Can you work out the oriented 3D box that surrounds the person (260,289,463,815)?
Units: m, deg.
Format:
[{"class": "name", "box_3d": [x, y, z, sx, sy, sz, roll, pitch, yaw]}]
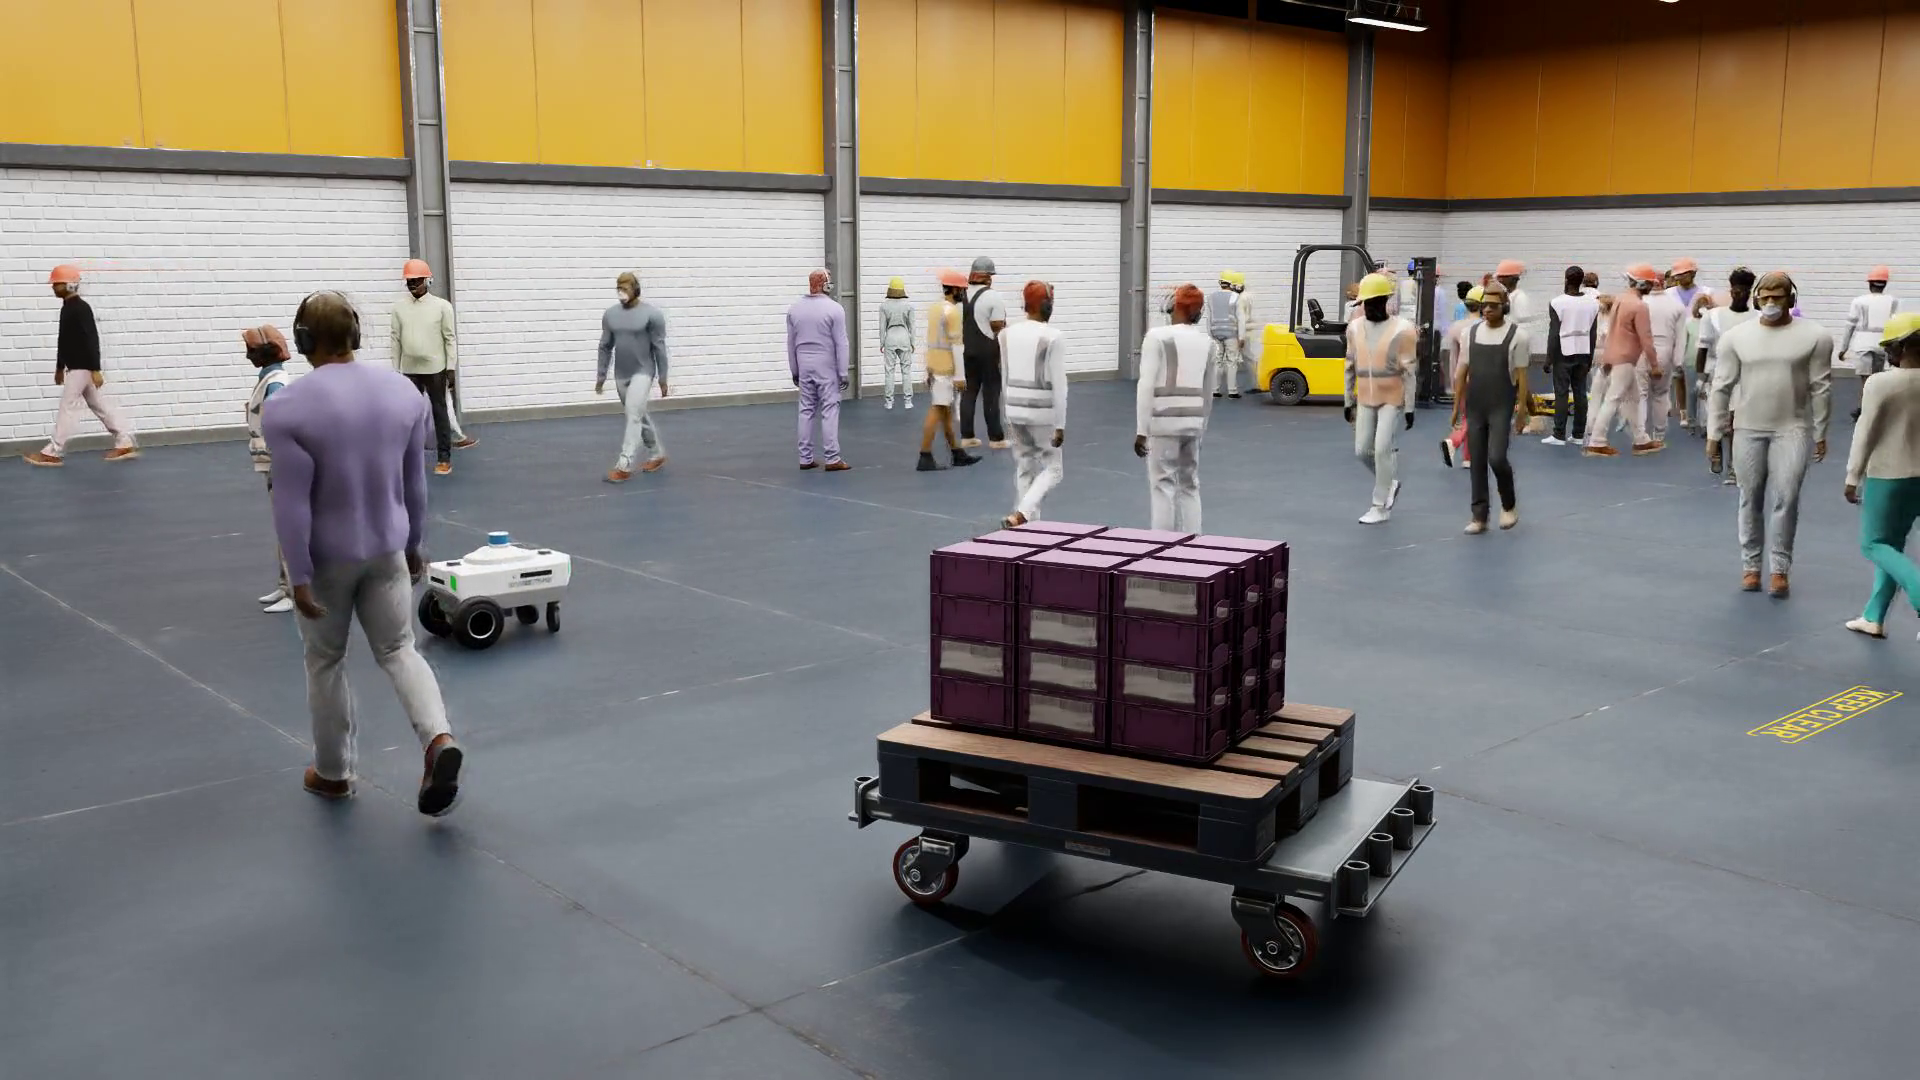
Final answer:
[{"class": "person", "box_3d": [-2.152, 0.058, 5.994, 0.832, 1.913, 0.635, 9, 13, 43]}]

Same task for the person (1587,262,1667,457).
[{"class": "person", "box_3d": [6.794, -1.790, 16.672, 0.941, 1.946, 0.643, 0, 10, 2]}]

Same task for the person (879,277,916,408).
[{"class": "person", "box_3d": [-0.832, -2.618, 22.130, 0.492, 1.746, 0.284, -1, 10, -4]}]

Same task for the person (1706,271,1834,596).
[{"class": "person", "box_3d": [4.785, -0.621, 9.895, 0.662, 1.925, 0.619, 6, 11, 30]}]

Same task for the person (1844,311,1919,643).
[{"class": "person", "box_3d": [4.921, -0.305, 8.602, 0.573, 1.728, 0.676, -2, 10, -12]}]

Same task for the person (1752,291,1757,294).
[{"class": "person", "box_3d": [10.588, -2.718, 22.548, 0.633, 1.804, 0.939, 2, 10, 12]}]

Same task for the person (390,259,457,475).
[{"class": "person", "box_3d": [-4.972, -1.593, 15.399, 0.623, 1.993, 0.385, 1, 10, 7]}]

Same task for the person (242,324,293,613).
[{"class": "person", "box_3d": [-3.895, -0.407, 9.499, 0.310, 1.640, 0.514, -4, 11, -24]}]

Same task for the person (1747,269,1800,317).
[{"class": "person", "box_3d": [8.487, -1.885, 17.418, 0.767, 1.894, 0.562, -9, 13, -41]}]

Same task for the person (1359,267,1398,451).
[{"class": "person", "box_3d": [4.386, -1.879, 17.342, 0.400, 1.905, 0.645, -1, 10, -6]}]

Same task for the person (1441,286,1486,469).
[{"class": "person", "box_3d": [4.786, -1.514, 15.652, 0.643, 1.746, 0.535, -5, 11, -29]}]

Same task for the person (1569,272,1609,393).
[{"class": "person", "box_3d": [9.218, -3.055, 24.570, 0.951, 1.799, 0.639, -6, 11, -30]}]

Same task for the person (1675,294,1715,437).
[{"class": "person", "box_3d": [8.269, -1.940, 18.601, 0.513, 1.596, 0.768, 4, 11, 23]}]

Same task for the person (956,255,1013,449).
[{"class": "person", "box_3d": [0.254, -1.983, 17.549, 0.682, 2.000, 0.535, 8, 13, 40]}]

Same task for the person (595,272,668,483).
[{"class": "person", "box_3d": [-2.974, -1.492, 15.171, 0.652, 1.889, 1.045, 5, 11, 26]}]

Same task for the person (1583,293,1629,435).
[{"class": "person", "box_3d": [7.368, -2.001, 18.921, 0.786, 1.608, 0.522, -2, 10, -14]}]

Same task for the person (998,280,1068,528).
[{"class": "person", "box_3d": [0.466, -0.822, 11.270, 0.575, 1.868, 0.558, 8, 12, 39]}]

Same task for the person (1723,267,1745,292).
[{"class": "person", "box_3d": [11.472, -3.101, 24.598, 0.534, 1.868, 0.310, -3, 10, -19]}]

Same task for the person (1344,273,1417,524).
[{"class": "person", "box_3d": [3.225, -1.083, 12.694, 0.631, 1.900, 0.630, -9, 13, -44]}]

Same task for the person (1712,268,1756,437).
[{"class": "person", "box_3d": [8.730, -2.101, 18.687, 0.546, 1.887, 0.674, -9, 13, -42]}]

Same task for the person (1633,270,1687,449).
[{"class": "person", "box_3d": [7.263, -1.892, 17.522, 0.666, 1.883, 0.681, 3, 10, 17]}]

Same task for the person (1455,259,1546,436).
[{"class": "person", "box_3d": [6.136, -2.145, 18.674, 1.073, 1.989, 0.630, 0, 10, 2]}]

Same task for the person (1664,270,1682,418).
[{"class": "person", "box_3d": [8.823, -2.421, 20.667, 0.536, 1.852, 0.430, 8, 12, 39]}]

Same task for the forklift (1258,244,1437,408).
[{"class": "forklift", "box_3d": [5.256, -2.933, 22.661, 2.313, 2.155, 1.214, 3, 10, 16]}]

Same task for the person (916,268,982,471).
[{"class": "person", "box_3d": [-0.083, -1.607, 15.796, 0.893, 1.895, 0.557, -4, 10, -22]}]

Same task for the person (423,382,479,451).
[{"class": "person", "box_3d": [-5.429, -1.729, 17.309, 0.525, 1.599, 0.694, 9, 13, 42]}]

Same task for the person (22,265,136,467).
[{"class": "person", "box_3d": [-8.606, -1.700, 16.202, 1.046, 1.937, 0.649, -8, 12, -39]}]

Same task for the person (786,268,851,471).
[{"class": "person", "box_3d": [-1.311, -1.605, 15.731, 0.652, 1.906, 0.402, 5, 11, 29]}]

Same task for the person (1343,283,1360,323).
[{"class": "person", "box_3d": [6.061, -3.108, 25.369, 0.647, 1.616, 0.501, 9, 13, 42]}]

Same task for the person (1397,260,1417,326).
[{"class": "person", "box_3d": [7.897, -3.909, 29.098, 0.384, 1.949, 0.604, -6, 12, -33]}]

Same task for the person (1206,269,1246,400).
[{"class": "person", "box_3d": [3.761, -2.887, 23.450, 0.596, 1.832, 0.404, 7, 12, 37]}]

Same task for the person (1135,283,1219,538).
[{"class": "person", "box_3d": [1.309, -0.663, 10.393, 0.720, 1.861, 0.348, -7, 12, -34]}]

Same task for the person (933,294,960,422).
[{"class": "person", "box_3d": [-0.056, -2.333, 20.297, 0.653, 1.814, 0.460, 4, 10, 20]}]

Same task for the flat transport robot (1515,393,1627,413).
[{"class": "flat transport robot", "box_3d": [7.964, -1.780, 21.533, 1.431, 0.197, 0.652, -4, 10, -22]}]

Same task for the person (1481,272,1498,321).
[{"class": "person", "box_3d": [7.649, -3.012, 24.278, 0.574, 1.809, 0.898, -3, 10, -18]}]

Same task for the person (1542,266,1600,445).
[{"class": "person", "box_3d": [6.554, -1.972, 17.849, 0.591, 1.917, 0.392, -3, 10, -16]}]

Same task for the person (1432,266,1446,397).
[{"class": "person", "box_3d": [6.639, -2.997, 23.891, 0.880, 1.898, 0.561, 8, 12, 39]}]

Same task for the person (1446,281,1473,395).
[{"class": "person", "box_3d": [7.407, -2.917, 24.097, 0.563, 1.670, 0.624, -9, 13, -43]}]

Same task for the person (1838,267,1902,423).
[{"class": "person", "box_3d": [10.772, -2.281, 19.724, 0.565, 1.882, 0.978, 1, 10, 7]}]

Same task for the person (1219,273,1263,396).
[{"class": "person", "box_3d": [3.977, -2.981, 24.168, 0.959, 1.770, 0.592, 1, 10, 7]}]

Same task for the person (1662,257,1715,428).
[{"class": "person", "box_3d": [8.489, -2.301, 19.497, 0.630, 2.005, 0.624, 6, 11, 30]}]

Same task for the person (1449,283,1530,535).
[{"class": "person", "box_3d": [3.837, -0.941, 12.079, 0.527, 1.835, 0.407, 9, 13, 42]}]

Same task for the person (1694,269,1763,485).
[{"class": "person", "box_3d": [6.991, -1.495, 15.090, 0.609, 1.921, 1.020, 4, 11, 24]}]

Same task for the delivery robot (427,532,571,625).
[{"class": "delivery robot", "box_3d": [-2.439, 0.200, 8.838, 0.707, 0.478, 0.477, -8, 13, -40]}]
